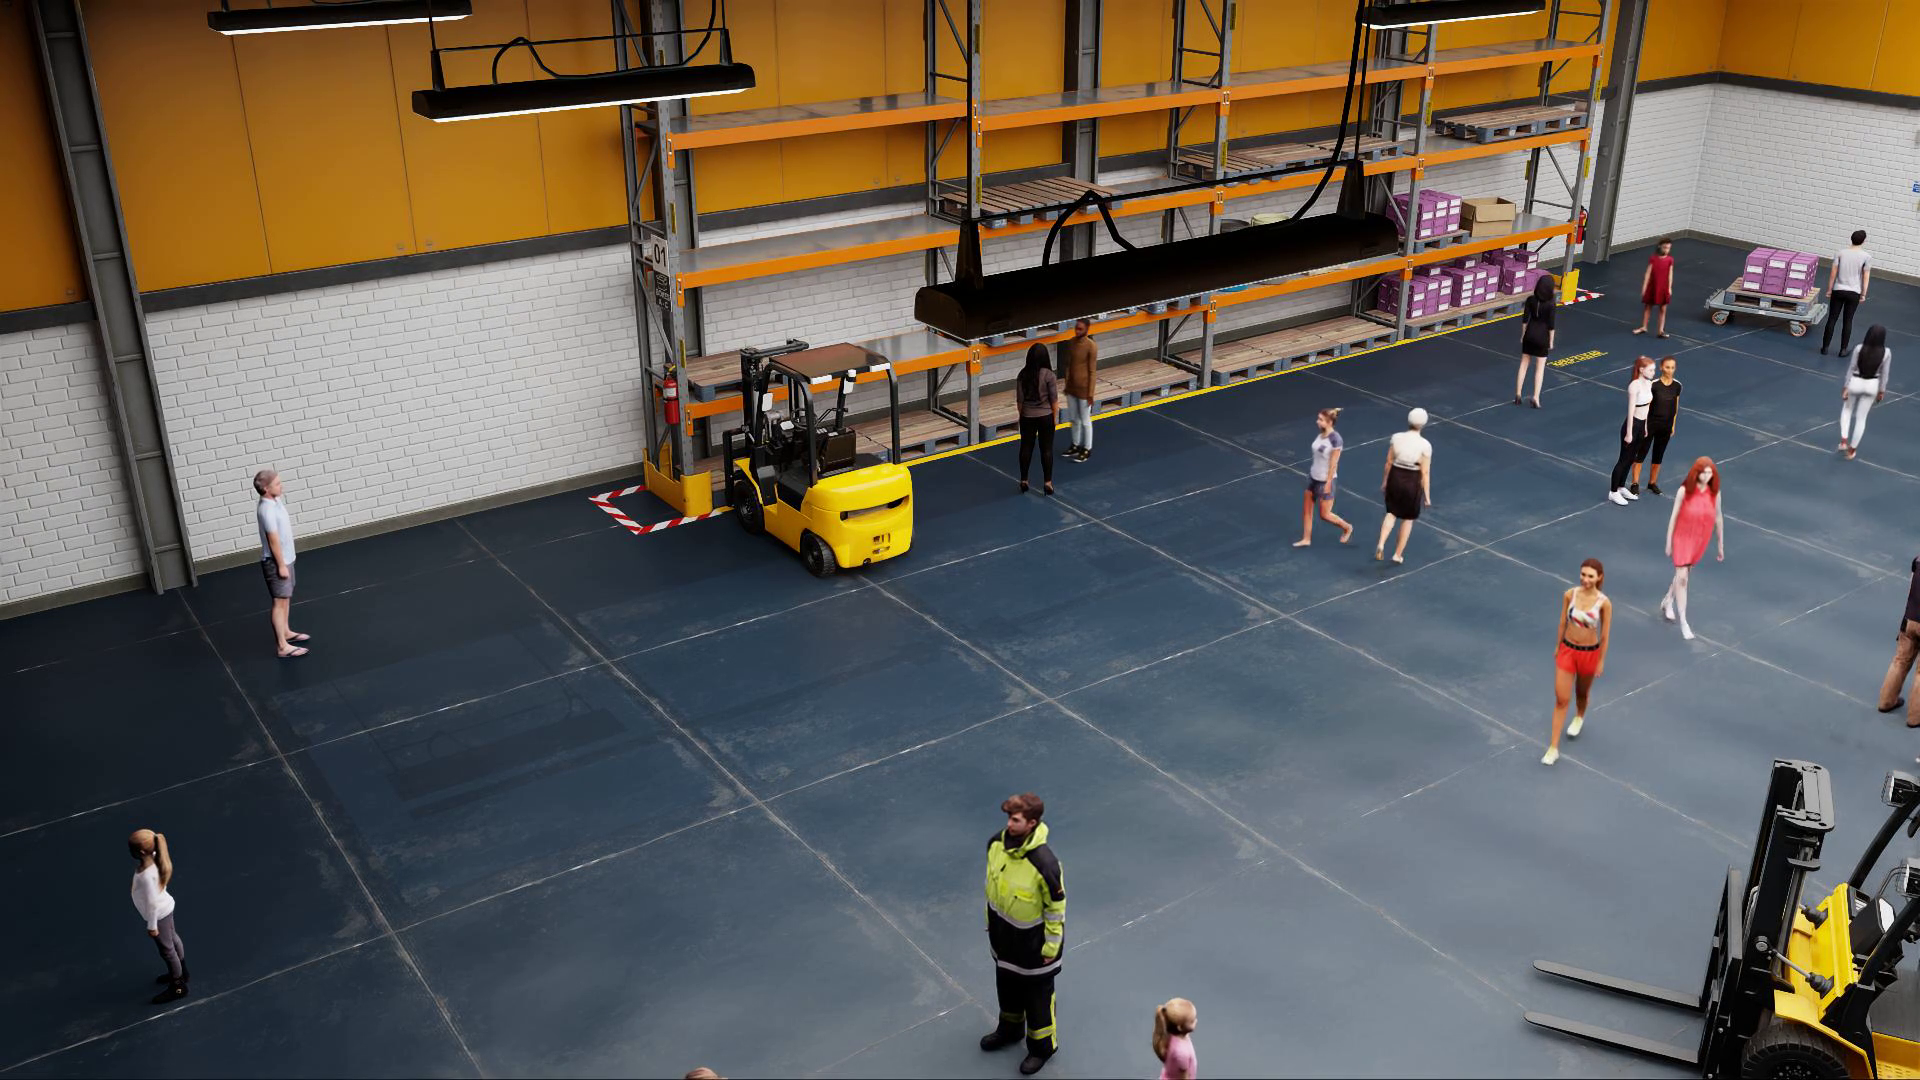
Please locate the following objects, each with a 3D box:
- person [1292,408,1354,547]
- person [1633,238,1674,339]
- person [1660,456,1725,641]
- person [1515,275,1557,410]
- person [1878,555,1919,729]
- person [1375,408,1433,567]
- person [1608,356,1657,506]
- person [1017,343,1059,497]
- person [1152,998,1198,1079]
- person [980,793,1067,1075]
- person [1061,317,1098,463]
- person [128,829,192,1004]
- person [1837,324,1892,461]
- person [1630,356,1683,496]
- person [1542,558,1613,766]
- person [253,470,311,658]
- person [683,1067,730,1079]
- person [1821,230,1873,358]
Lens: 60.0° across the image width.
[{"bbox_3d":[3.984,-0.650,17.939,0.933,1.602,0.693,-7,25,-17],"label":"person"},{"bbox_3d":[10.636,-3.878,25.405,0.854,1.538,0.908,13,27,27],"label":"person"},{"bbox_3d":[7.066,0.021,16.176,1.124,1.785,1.061,-1,24,-3],"label":"person"},{"bbox_3d":[7.717,-2.660,22.285,0.543,1.803,0.631,-20,31,-39],"label":"person"},{"bbox_3d":[8.422,0.725,14.495,0.621,1.841,0.696,-12,26,-25],"label":"person"},{"bbox_3d":[4.618,-0.497,17.439,0.828,1.722,0.927,18,29,35],"label":"person"},{"bbox_3d":[7.779,-1.280,19.203,0.471,1.744,0.665,-19,30,-37],"label":"person"},{"bbox_3d":[0.900,-1.401,19.358,0.750,1.842,0.790,7,25,16],"label":"person"},{"bbox_3d":[1.183,3.184,9.595,0.733,1.259,0.664,2,24,5],"label":"person"},{"bbox_3d":[0.409,2.429,10.421,0.679,1.982,0.796,-21,31,-39],"label":"person"},{"bbox_3d":[1.491,-1.875,20.475,0.589,1.816,0.659,-19,30,-37],"label":"person"},{"bbox_3d":[-5.367,2.491,11.156,0.577,1.279,0.550,-7,24,-15],"label":"person"},{"bbox_3d":[11.087,-1.804,20.443,0.728,1.712,0.756,12,27,26],"label":"person"},{"bbox_3d":[8.145,-1.348,19.455,0.638,1.668,0.731,-1,24,-1],"label":"person"},{"bbox_3d":[5.268,0.973,14.053,0.871,1.741,1.216,16,28,32],"label":"person"},{"bbox_3d":[-6.457,0.196,15.721,0.681,1.829,0.710,-5,24,-11],"label":"person"},{"bbox_3d":[-1.274,3.401,8.541,0.630,1.707,0.664,-8,25,-17],"label":"person"},{"bbox_3d":[13.013,-3.631,24.432,0.737,1.863,0.669,16,28,32],"label":"person"}]
